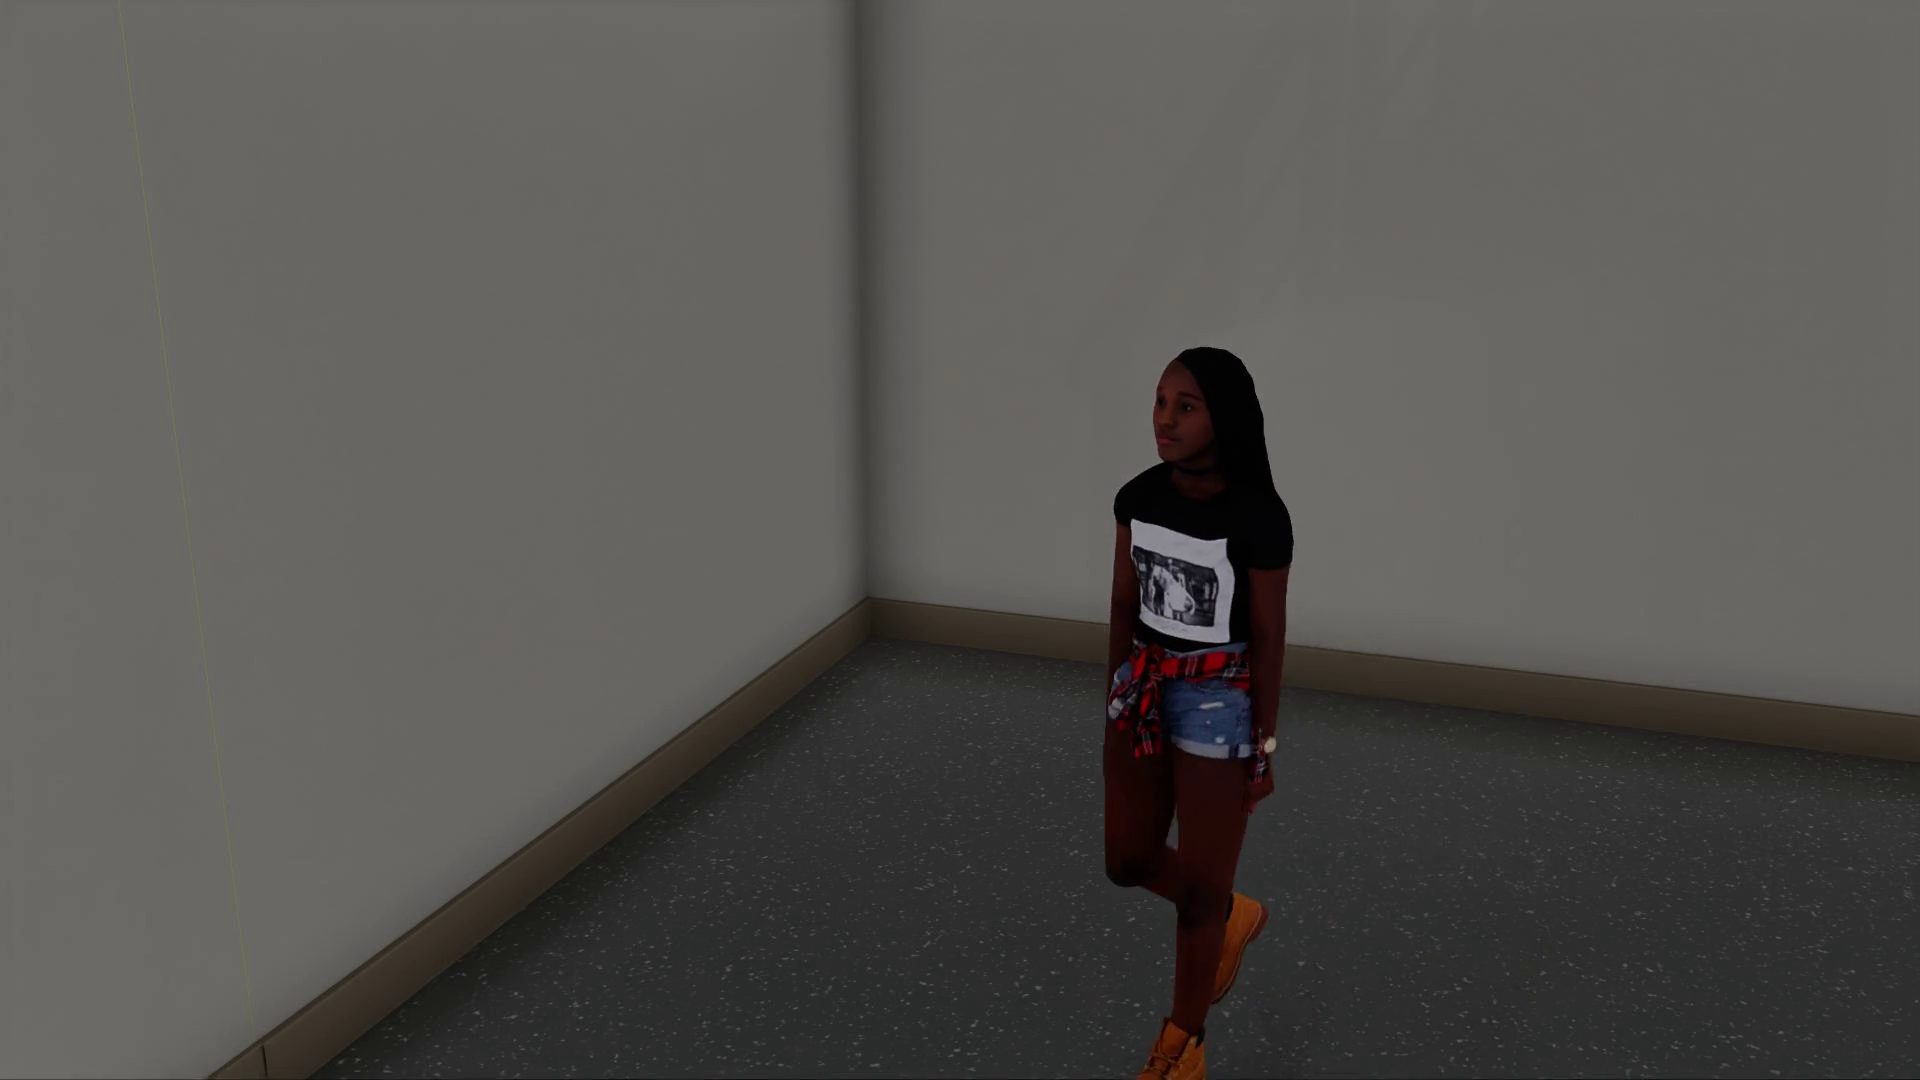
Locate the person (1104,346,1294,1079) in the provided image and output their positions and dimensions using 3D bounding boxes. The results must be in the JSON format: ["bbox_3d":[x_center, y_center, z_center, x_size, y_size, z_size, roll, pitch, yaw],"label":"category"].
[{"bbox_3d":[0.558,0.415,3.677,0.787,1.715,0.938,14,21,41],"label":"person"}]
